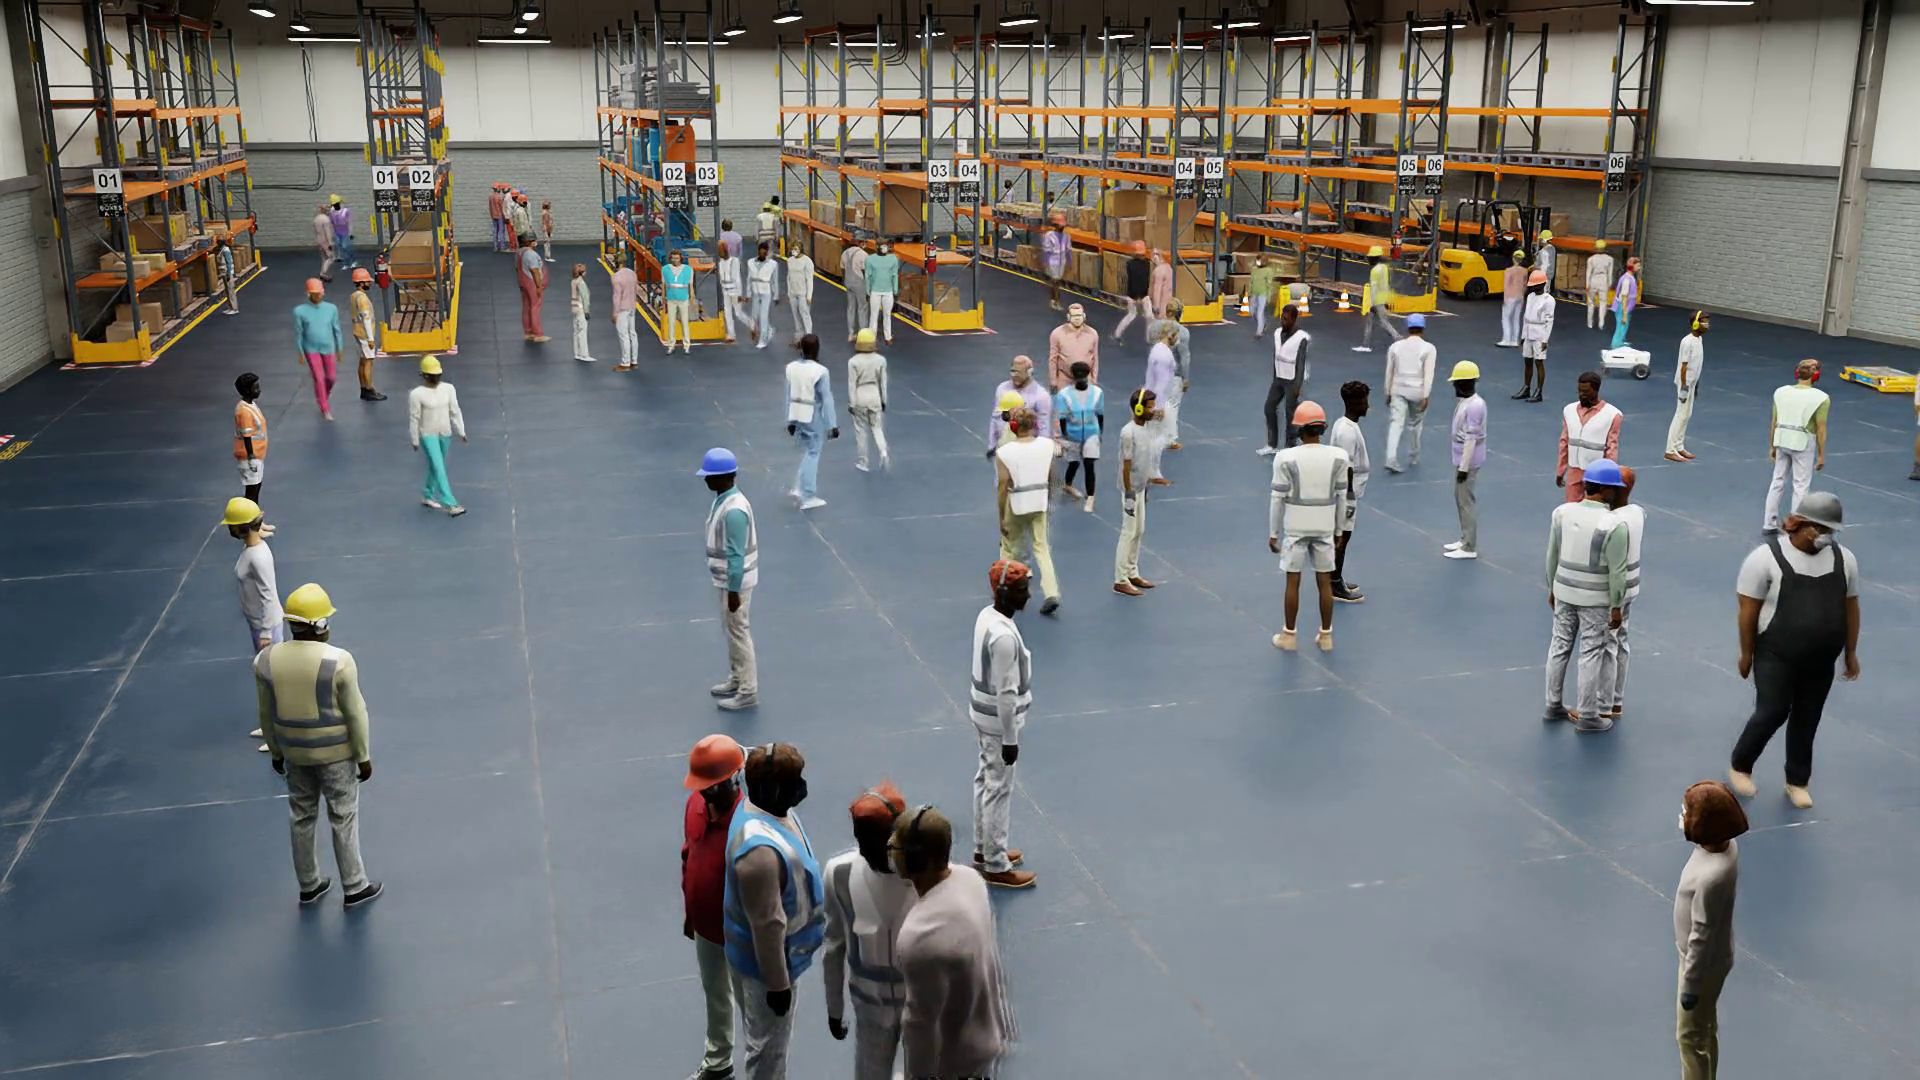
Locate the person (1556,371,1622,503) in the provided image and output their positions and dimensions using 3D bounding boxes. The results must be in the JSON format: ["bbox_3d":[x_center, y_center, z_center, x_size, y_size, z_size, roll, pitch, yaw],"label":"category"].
[{"bbox_3d":[5.884,-0.643,15.618,0.405,1.906,0.604,-11,18,-35],"label":"person"}]

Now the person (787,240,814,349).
[{"bbox_3d":[-2.842,-4.359,29.556,0.625,1.933,0.375,14,20,42],"label":"person"}]

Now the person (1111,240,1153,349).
[{"bbox_3d":[3.129,-4.378,29.599,0.610,1.944,0.943,-11,18,-35],"label":"person"}]

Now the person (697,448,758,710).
[{"bbox_3d":[-1.679,0.275,12.109,0.422,1.935,0.619,-5,16,-17],"label":"person"}]

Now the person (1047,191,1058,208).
[{"bbox_3d":[2.527,-8.787,46.357,0.519,1.856,0.405,-7,16,-24],"label":"person"}]

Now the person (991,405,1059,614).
[{"bbox_3d":[0.569,-0.268,14.376,0.589,1.817,0.849,-6,16,-22],"label":"person"}]

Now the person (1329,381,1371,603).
[{"bbox_3d":[3.433,-0.441,14.739,0.368,1.966,0.602,2,15,7],"label":"person"}]

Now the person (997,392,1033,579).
[{"bbox_3d":[0.503,-0.497,15.342,0.329,1.765,0.525,-5,16,-19],"label":"person"}]

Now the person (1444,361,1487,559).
[{"bbox_3d":[4.886,-0.780,16.126,0.400,1.915,0.583,2,15,8],"label":"person"}]

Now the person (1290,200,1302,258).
[{"bbox_3d":[9.028,-8.179,44.332,0.555,1.722,0.540,-10,18,-34],"label":"person"}]

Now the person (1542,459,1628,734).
[{"bbox_3d":[4.397,0.386,11.672,0.406,1.940,0.615,-9,17,-31],"label":"person"}]

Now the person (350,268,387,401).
[{"bbox_3d":[-8.750,-3.023,24.503,0.347,1.943,0.545,-10,18,-34],"label":"person"}]

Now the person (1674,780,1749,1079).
[{"bbox_3d":[3.114,1.783,7.027,0.285,1.629,0.499,8,17,27],"label":"person"}]

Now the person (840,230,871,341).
[{"bbox_3d":[-1.824,-4.647,30.425,0.674,2.000,0.535,14,20,42],"label":"person"}]

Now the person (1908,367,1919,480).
[{"bbox_3d":[11.361,-1.618,19.249,0.579,1.923,0.391,10,18,34],"label":"person"}]

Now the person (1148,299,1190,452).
[{"bbox_3d":[2.631,-2.071,20.952,0.375,1.928,0.636,-14,20,-41],"label":"person"}]

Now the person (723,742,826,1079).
[{"bbox_3d":[-0.756,1.708,6.892,0.430,1.845,0.622,-1,15,-5],"label":"person"}]

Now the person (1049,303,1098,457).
[{"bbox_3d":[1.419,-1.978,20.635,0.636,1.911,0.406,-3,15,-11],"label":"person"}]

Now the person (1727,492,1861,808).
[{"bbox_3d":[5.250,0.670,10.417,0.702,2.000,0.556,-1,15,-3],"label":"person"}]

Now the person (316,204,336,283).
[{"bbox_3d":[-15.413,-7.197,40.332,0.498,1.888,0.797,-12,19,-38],"label":"person"}]

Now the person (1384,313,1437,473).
[{"bbox_3d":[5.333,-1.752,19.890,0.615,1.870,1.056,8,17,29],"label":"person"}]

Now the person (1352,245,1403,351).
[{"bbox_3d":[7.392,-4.189,29.014,0.940,1.889,0.594,8,17,27],"label":"person"}]

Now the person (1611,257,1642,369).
[{"bbox_3d":[10.967,-3.755,27.466,0.402,1.835,0.563,8,17,28],"label":"person"}]

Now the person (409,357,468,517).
[{"bbox_3d":[-5.585,-1.118,17.790,0.953,1.705,0.526,12,19,37],"label":"person"}]

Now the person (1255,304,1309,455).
[{"bbox_3d":[3.976,-1.954,20.541,0.637,1.903,0.630,-8,17,-28],"label":"person"}]

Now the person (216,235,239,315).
[{"bbox_3d":[-15.129,-5.473,34.301,0.310,1.638,0.523,-10,18,-33],"label":"person"}]

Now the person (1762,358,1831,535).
[{"bbox_3d":[8.409,-0.907,16.752,0.384,1.835,0.562,-9,18,-31],"label":"person"}]

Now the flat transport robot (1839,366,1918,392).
[{"bbox_3d":[14.301,-2.505,25.754,0.652,0.197,1.431,0,15,1],"label":"flat transport robot"}]

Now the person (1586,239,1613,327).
[{"bbox_3d":[12.353,-4.949,32.164,0.491,1.721,0.635,4,15,16],"label":"person"}]

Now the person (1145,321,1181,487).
[{"bbox_3d":[2.274,-1.537,18.985,0.475,1.901,0.712,1,15,3],"label":"person"}]

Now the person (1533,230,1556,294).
[{"bbox_3d":[11.569,-5.225,32.995,0.404,1.835,0.586,9,17,31],"label":"person"}]

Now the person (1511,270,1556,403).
[{"bbox_3d":[8.415,-2.981,24.371,0.373,1.928,0.543,-6,16,-22],"label":"person"}]

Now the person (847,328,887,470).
[{"bbox_3d":[-1.091,-1.649,19.751,0.486,1.727,0.514,-7,16,-23],"label":"person"}]

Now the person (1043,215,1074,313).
[{"bbox_3d":[2.090,-5.741,34.617,0.630,1.993,0.987,-8,17,-27],"label":"person"}]

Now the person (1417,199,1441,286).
[{"bbox_3d":[11.147,-7.059,39.497,0.390,2.040,0.614,-12,19,-39],"label":"person"}]

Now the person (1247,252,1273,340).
[{"bbox_3d":[5.552,-4.511,30.705,0.411,1.619,0.522,-12,19,-39],"label":"person"}]

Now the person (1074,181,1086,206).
[{"bbox_3d":[3.657,-9.986,50.689,0.389,1.947,0.615,-2,15,-8],"label":"person"}]

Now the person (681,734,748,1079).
[{"bbox_3d":[-1.029,1.660,7.250,0.559,1.746,0.332,12,19,39],"label":"person"}]

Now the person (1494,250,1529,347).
[{"bbox_3d":[9.918,-4.317,29.788,0.594,1.722,0.447,-6,16,-21],"label":"person"}]
